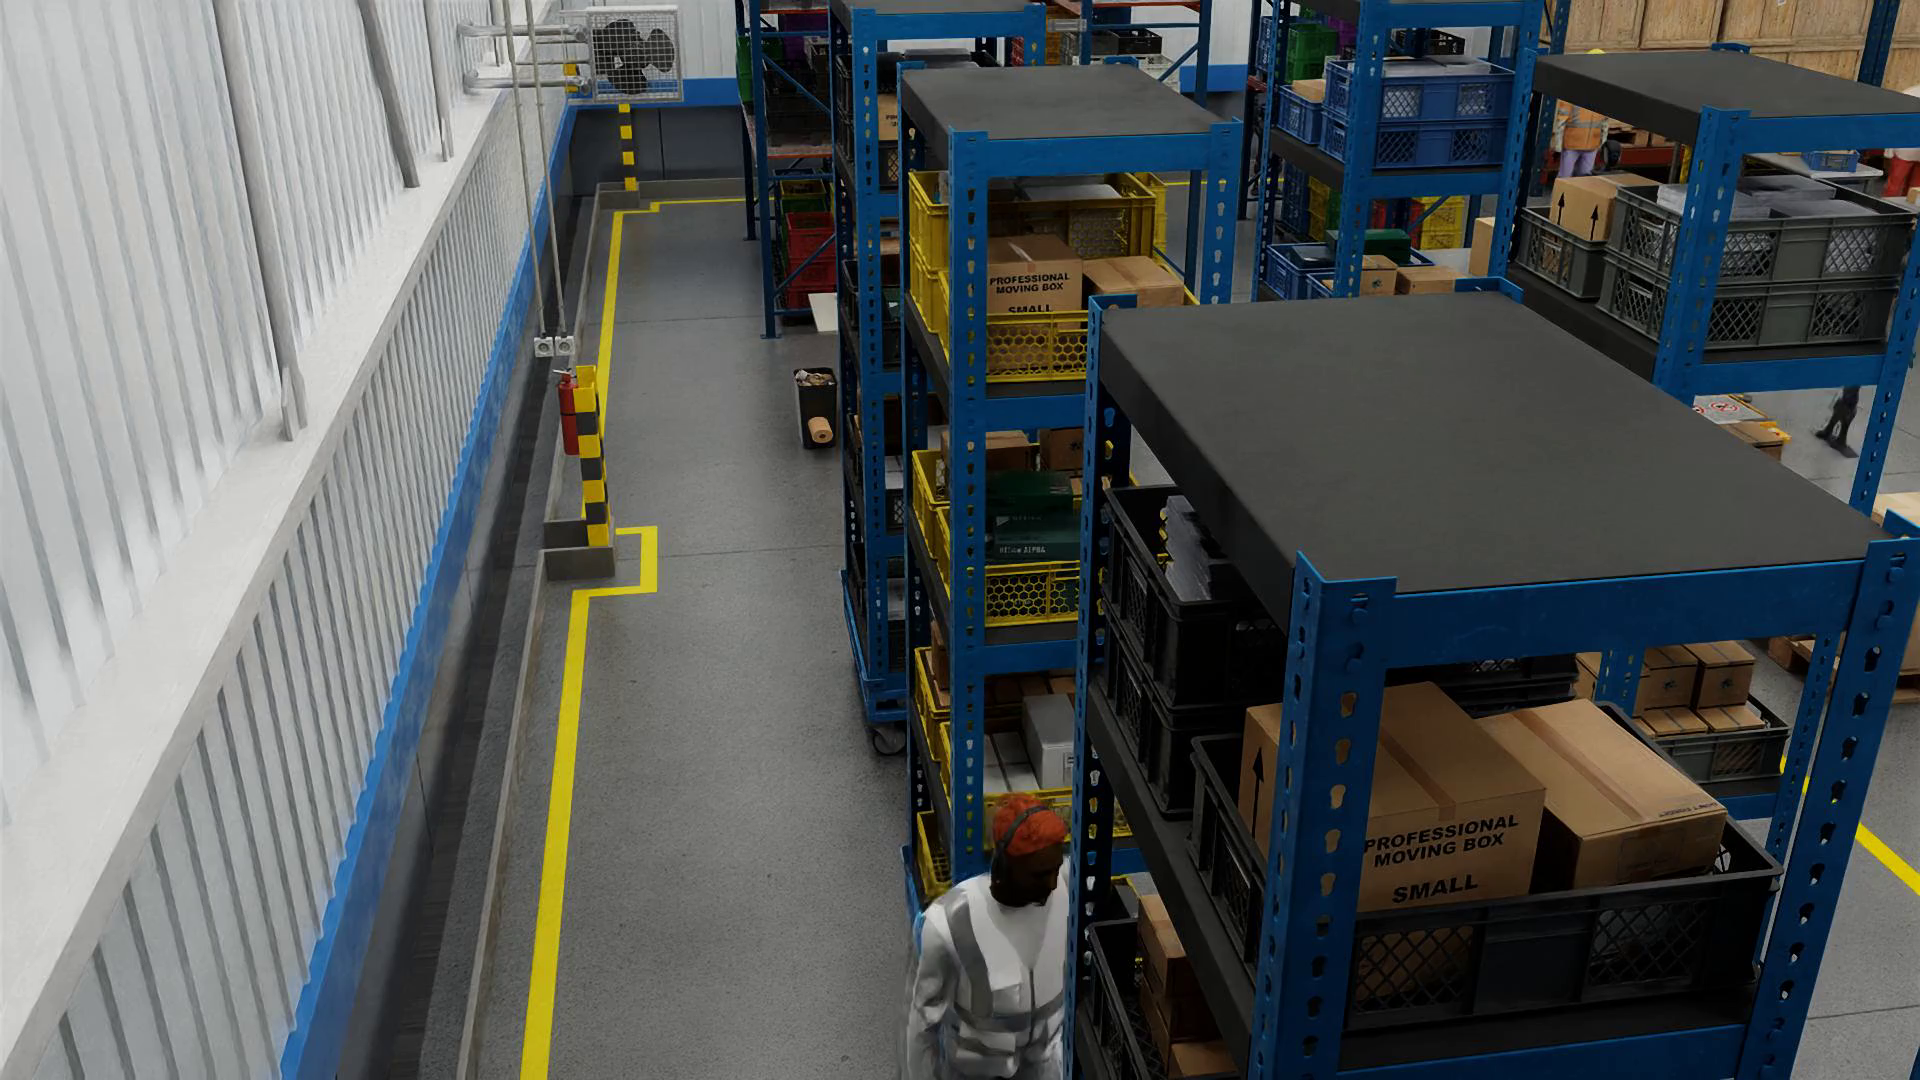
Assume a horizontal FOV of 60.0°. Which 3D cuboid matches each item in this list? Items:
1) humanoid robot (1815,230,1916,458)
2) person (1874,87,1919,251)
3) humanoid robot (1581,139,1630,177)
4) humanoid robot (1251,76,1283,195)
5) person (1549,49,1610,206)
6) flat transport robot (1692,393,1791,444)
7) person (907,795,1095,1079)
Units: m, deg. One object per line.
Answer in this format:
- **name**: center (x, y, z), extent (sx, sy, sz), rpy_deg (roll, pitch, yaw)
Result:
- **humanoid robot**: center (6.369, -1.392, 11.658), extent (0.598, 1.637, 0.622), rpy_deg (-7, 26, -16)
- **person**: center (9.545, -3.834, 16.612), extent (0.616, 1.978, 0.508), rpy_deg (-2, 25, -3)
- **humanoid robot**: center (5.455, -2.595, 14.238), extent (0.590, 1.657, 0.328), rpy_deg (-3, 25, -7)
- **humanoid robot**: center (3.596, -4.781, 18.992), extent (0.590, 1.654, 0.328), rpy_deg (-3, 25, -7)
- **person**: center (6.442, -4.098, 17.223), extent (0.588, 1.926, 0.385), rpy_deg (-3, 25, -7)
- **flat transport robot**: center (5.224, -0.859, 12.132), extent (1.431, 0.197, 0.652), rpy_deg (-4, 25, -8)
- **person**: center (0.153, 1.550, 5.047), extent (0.671, 1.844, 0.787), rpy_deg (-12, 27, -25)
